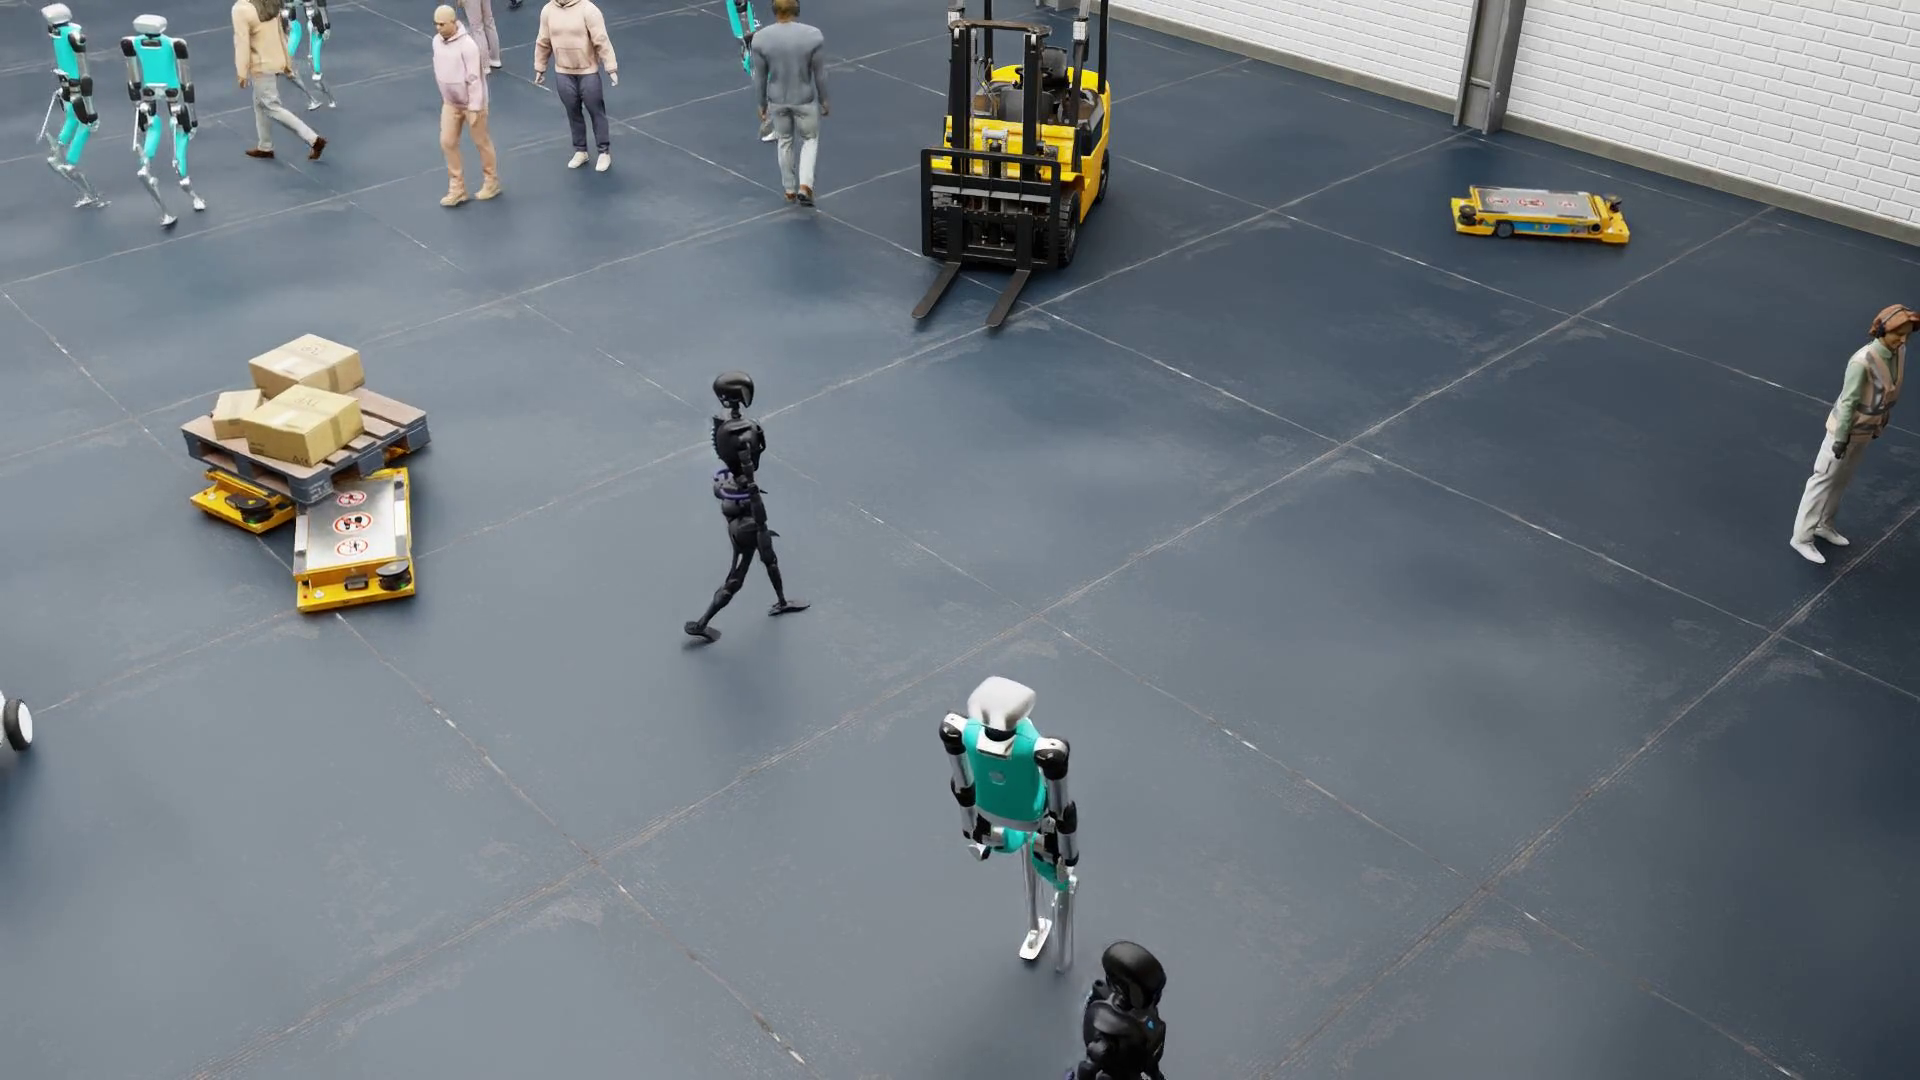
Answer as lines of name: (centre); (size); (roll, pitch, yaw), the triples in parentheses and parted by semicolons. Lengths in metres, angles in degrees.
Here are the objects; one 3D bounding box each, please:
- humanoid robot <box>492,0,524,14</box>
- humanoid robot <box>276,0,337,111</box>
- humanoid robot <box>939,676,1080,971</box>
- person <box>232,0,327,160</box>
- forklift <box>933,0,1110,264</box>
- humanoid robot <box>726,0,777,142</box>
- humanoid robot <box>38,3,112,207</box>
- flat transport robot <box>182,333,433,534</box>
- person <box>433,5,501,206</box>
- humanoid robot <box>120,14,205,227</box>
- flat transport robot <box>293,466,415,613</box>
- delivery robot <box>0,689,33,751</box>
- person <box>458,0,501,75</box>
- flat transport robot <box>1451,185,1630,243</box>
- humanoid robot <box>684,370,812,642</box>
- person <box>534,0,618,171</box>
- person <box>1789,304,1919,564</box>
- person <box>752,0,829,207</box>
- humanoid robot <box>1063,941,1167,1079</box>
humanoid robot: (-5.635, -7.163, 19.921); (0.611, 1.628, 0.737); (8, 34, 12)
humanoid robot: (-6.649, -5.119, 16.707); (0.547, 1.781, 0.858); (0, 33, 1)
humanoid robot: (0.307, 1.201, 7.057); (0.557, 1.839, 0.858); (14, 35, 20)
person: (-6.468, -4.445, 15.569); (0.858, 1.835, 0.588); (6, 33, 9)
forklift: (0.570, -3.725, 14.138); (1.214, 2.155, 2.313); (9, 34, 13)
humanoid robot: (-1.828, -4.578, 15.903); (0.797, 1.801, 0.540); (-10, 34, -15)
humanoid robot: (-7.845, -3.738, 14.573); (0.531, 1.794, 0.636); (28, 42, 36)
flat transport robot: (-4.255, -0.514, 10.963); (0.659, 0.231, 1.431); (19, 38, 27)
person: (-4.427, -3.799, 14.640); (0.544, 1.755, 0.719); (14, 35, 20)
humanoid robot: (-6.853, -3.534, 14.287); (0.572, 1.784, 0.887); (-4, 33, -6)
flat transport robot: (-3.732, -0.054, 10.257); (0.659, 0.231, 1.431); (-9, 34, -14)
delivery robot: (-5.031, 1.010, 8.364); (0.499, 0.600, 0.804); (-10, 34, -15)
person: (-5.239, -5.906, 17.881); (0.315, 1.764, 0.521); (10, 34, 15)
flat transport robot: (5.063, -2.845, 14.546); (1.431, 0.231, 0.659); (5, 33, 8)
humanoid robot: (-1.234, -0.193, 9.223); (0.767, 1.640, 0.600); (-11, 35, -16)
person: (-3.551, -4.376, 15.450); (0.819, 1.853, 0.434); (5, 33, 8)
person: (5.332, -0.646, 9.910); (0.513, 1.637, 0.312); (-23, 39, -31)
person: (-1.470, -3.823, 14.535); (0.654, 1.924, 0.615); (4, 33, 5)
humanoid robot: (0.527, 1.983, 5.842); (0.418, 1.642, 0.584); (19, 37, 26)
